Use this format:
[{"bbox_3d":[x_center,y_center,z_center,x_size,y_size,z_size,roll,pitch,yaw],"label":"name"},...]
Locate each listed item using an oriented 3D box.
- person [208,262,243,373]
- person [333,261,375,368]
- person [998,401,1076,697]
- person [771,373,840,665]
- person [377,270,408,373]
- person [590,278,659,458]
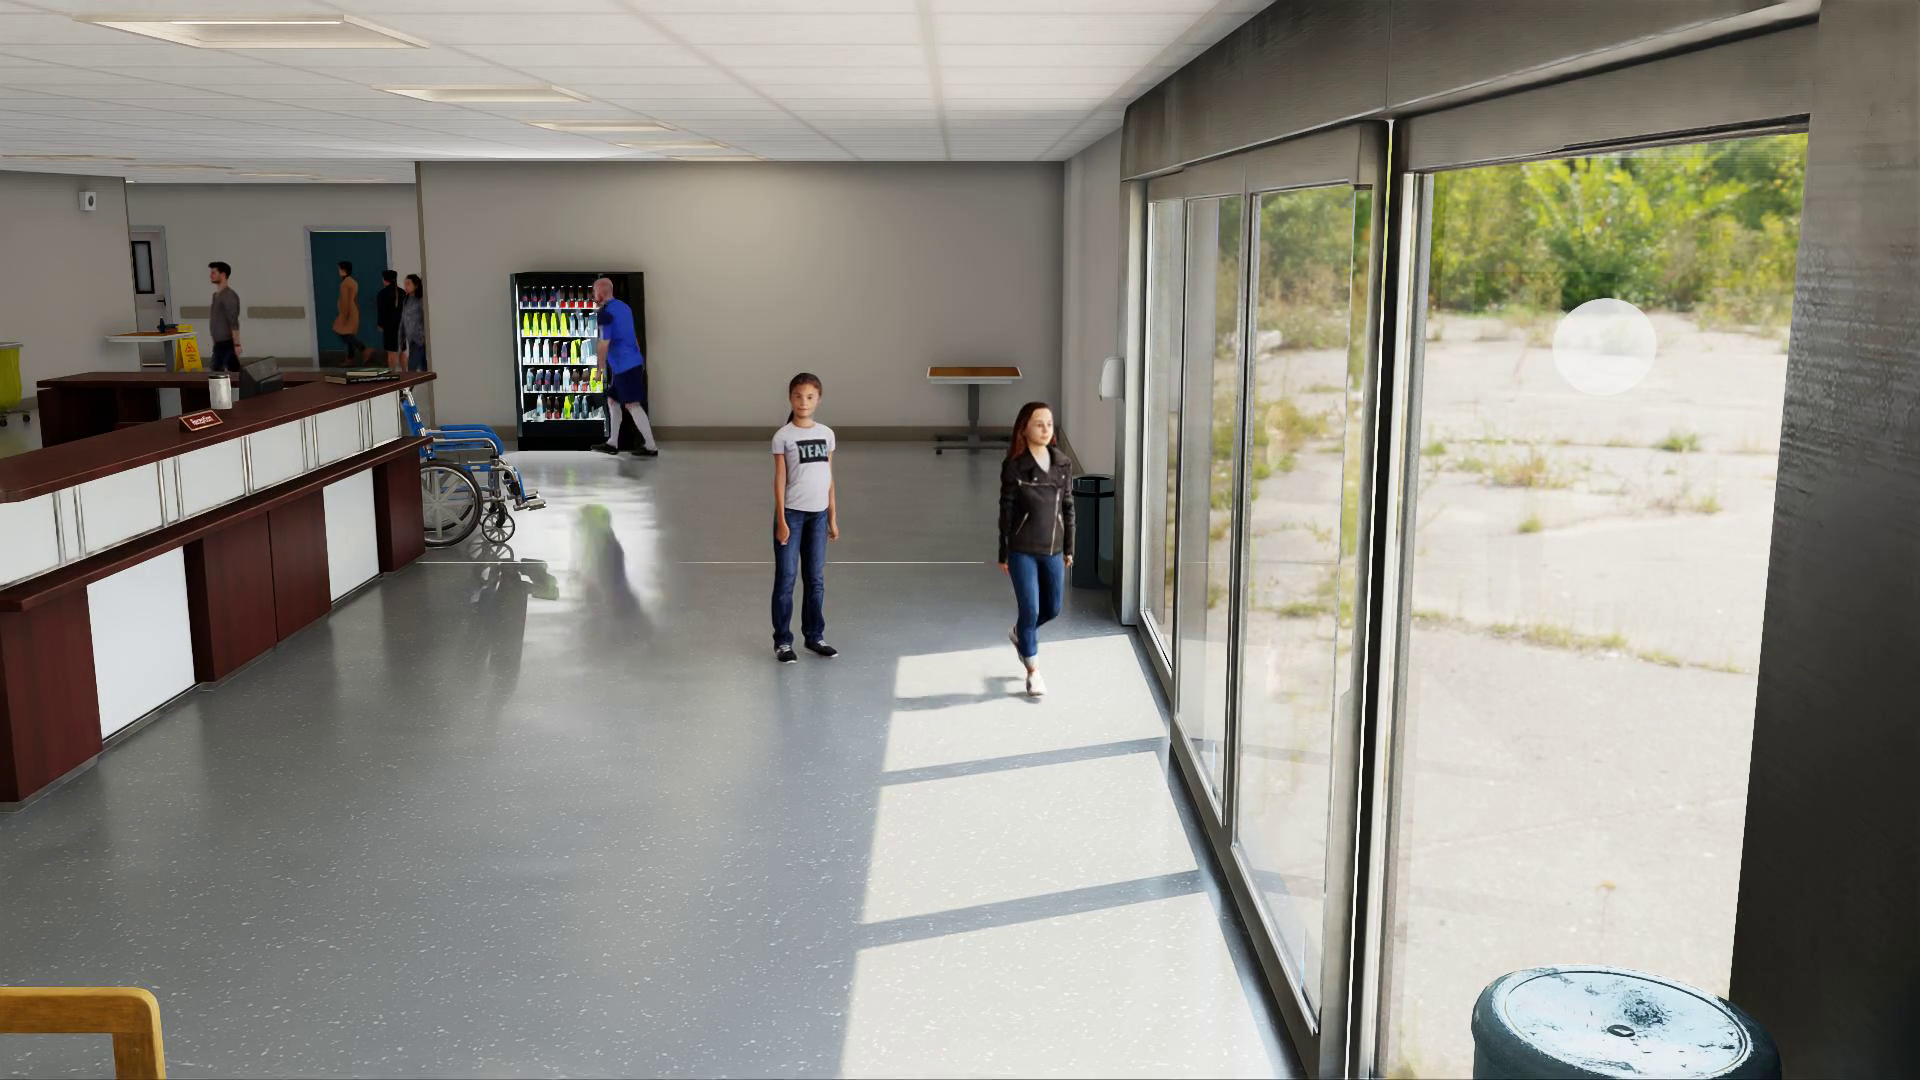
[{"bbox_3d":[-8.562,-2.312,19.638,1.318,1.871,1.118,-7,13,-32],"label":"person"},{"bbox_3d":[-9.850,-3.648,27.000,0.865,1.710,0.649,0,11,2],"label":"person"},{"bbox_3d":[0.351,0.029,8.381,0.821,1.468,0.807,-4,12,-22],"label":"person"},{"bbox_3d":[-0.855,-0.137,9.004,0.611,1.563,0.695,-7,13,-32],"label":"person"},{"bbox_3d":[-8.380,-3.155,24.616,0.799,1.672,0.790,6,12,28],"label":"person"},{"bbox_3d":[-3.283,-1.693,16.621,0.988,1.780,0.760,3,11,14],"label":"person"}]
